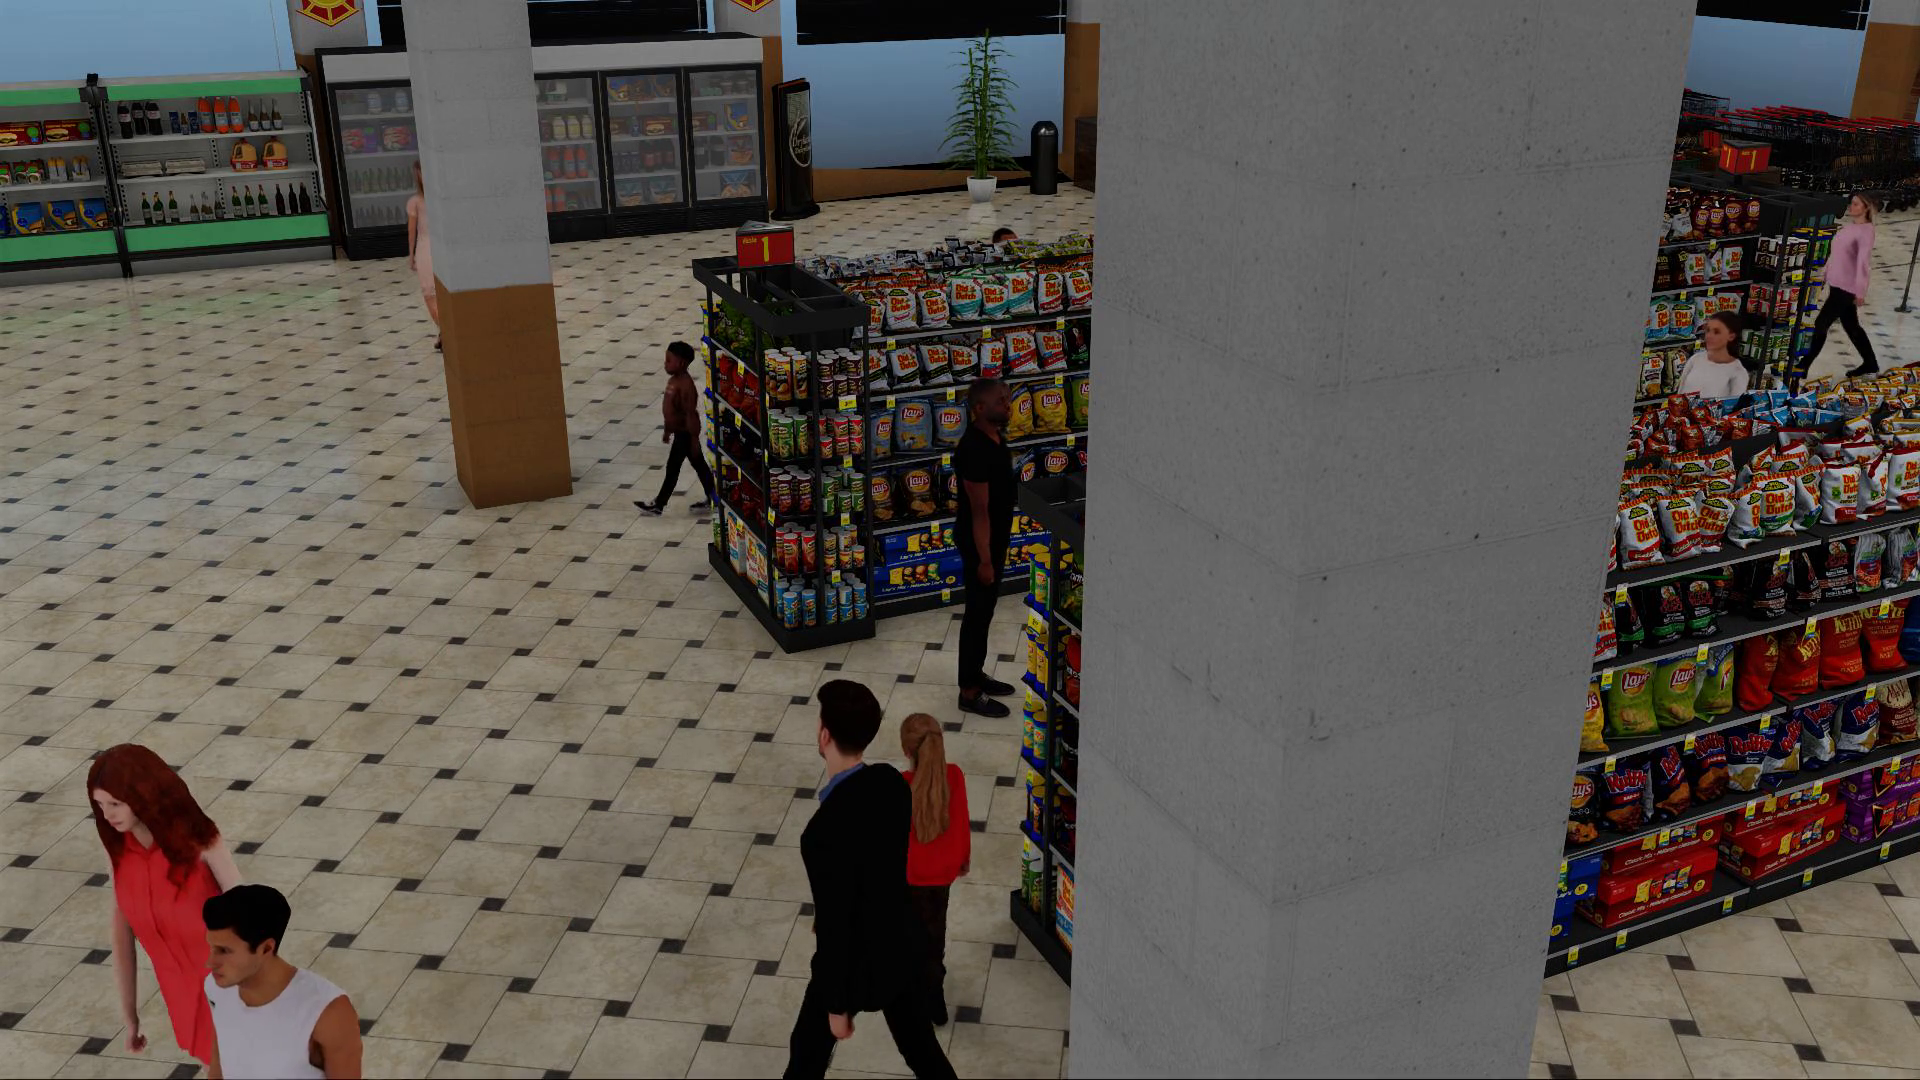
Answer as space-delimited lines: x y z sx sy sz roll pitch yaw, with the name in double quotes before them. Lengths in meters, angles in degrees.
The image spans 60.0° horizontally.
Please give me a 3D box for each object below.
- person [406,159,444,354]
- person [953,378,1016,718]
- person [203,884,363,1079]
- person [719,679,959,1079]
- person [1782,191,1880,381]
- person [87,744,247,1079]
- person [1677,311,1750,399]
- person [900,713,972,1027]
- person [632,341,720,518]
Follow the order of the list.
"person" -4.737 -2.509 15.039 0.915 1.812 0.774 -16 27 -35
"person" 0.119 0.028 8.714 0.763 1.820 0.750 3 22 8
"person" -1.757 1.688 4.687 1.046 1.742 1.233 14 26 30
"person" -0.209 1.379 5.355 1.247 1.816 1.293 11 24 26
"person" 7.761 -2.168 14.407 1.186 1.649 1.012 3 22 8
"person" -2.350 1.391 5.345 0.754 1.802 0.819 5 22 12
"person" 4.684 -0.620 10.501 0.588 1.688 0.632 -14 26 -32
"person" -0.097 1.277 6.347 0.568 1.267 0.567 -9 24 -22
"person" -1.825 -0.750 11.446 0.860 1.226 0.593 -8 23 -18
